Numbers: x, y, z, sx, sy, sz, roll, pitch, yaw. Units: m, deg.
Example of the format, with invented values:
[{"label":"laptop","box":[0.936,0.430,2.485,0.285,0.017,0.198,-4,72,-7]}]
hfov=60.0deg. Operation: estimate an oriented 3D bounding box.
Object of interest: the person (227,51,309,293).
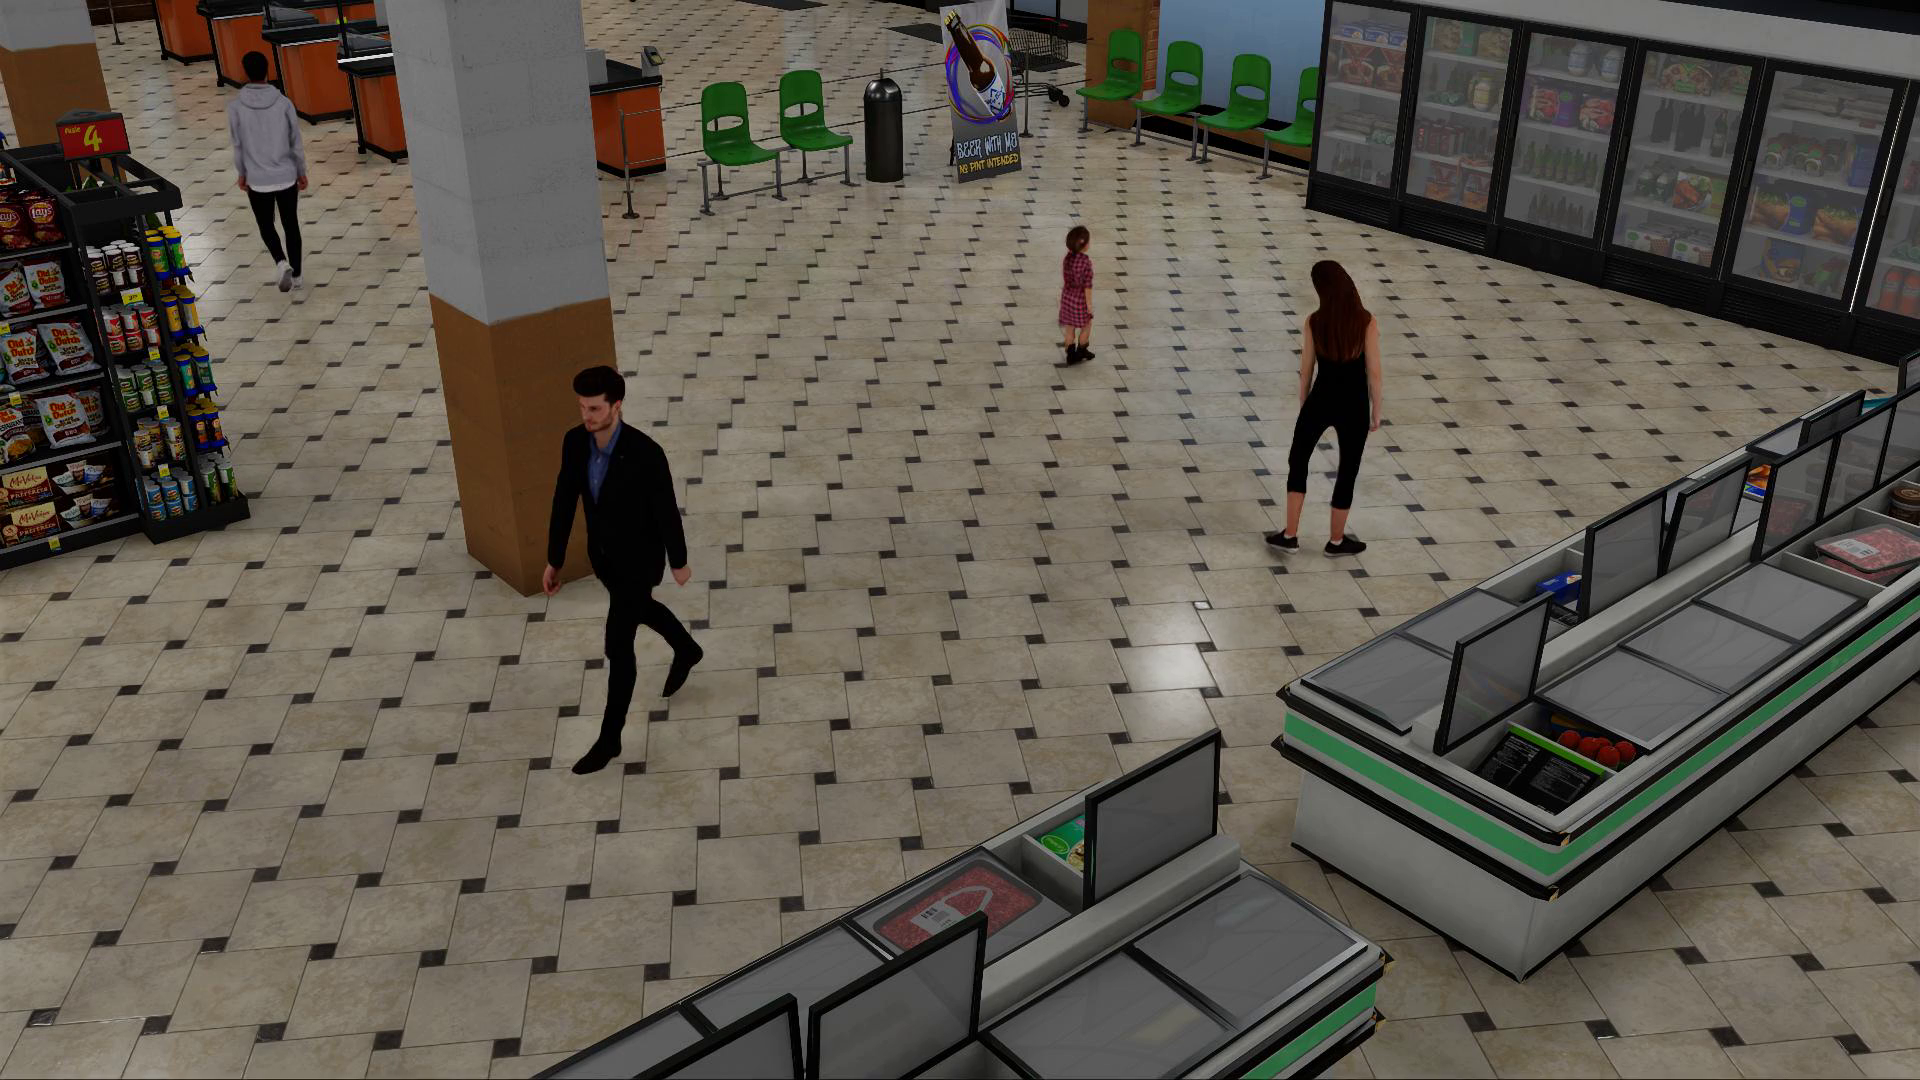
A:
[{"label":"person","box":[-5.462,-2.880,13.213,0.967,1.917,0.893,-12,29,-22]}]

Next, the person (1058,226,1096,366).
[{"label":"person","box":[0.814,-1.743,11.964,0.471,1.017,0.503,22,34,36]}]

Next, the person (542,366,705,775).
[{"label":"person","box":[-1.463,0.043,7.534,0.928,1.840,1.340,17,31,29]}]

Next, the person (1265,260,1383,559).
[{"label":"person","box":[2.081,-0.690,9.139,0.797,1.696,0.785,23,35,38]}]
